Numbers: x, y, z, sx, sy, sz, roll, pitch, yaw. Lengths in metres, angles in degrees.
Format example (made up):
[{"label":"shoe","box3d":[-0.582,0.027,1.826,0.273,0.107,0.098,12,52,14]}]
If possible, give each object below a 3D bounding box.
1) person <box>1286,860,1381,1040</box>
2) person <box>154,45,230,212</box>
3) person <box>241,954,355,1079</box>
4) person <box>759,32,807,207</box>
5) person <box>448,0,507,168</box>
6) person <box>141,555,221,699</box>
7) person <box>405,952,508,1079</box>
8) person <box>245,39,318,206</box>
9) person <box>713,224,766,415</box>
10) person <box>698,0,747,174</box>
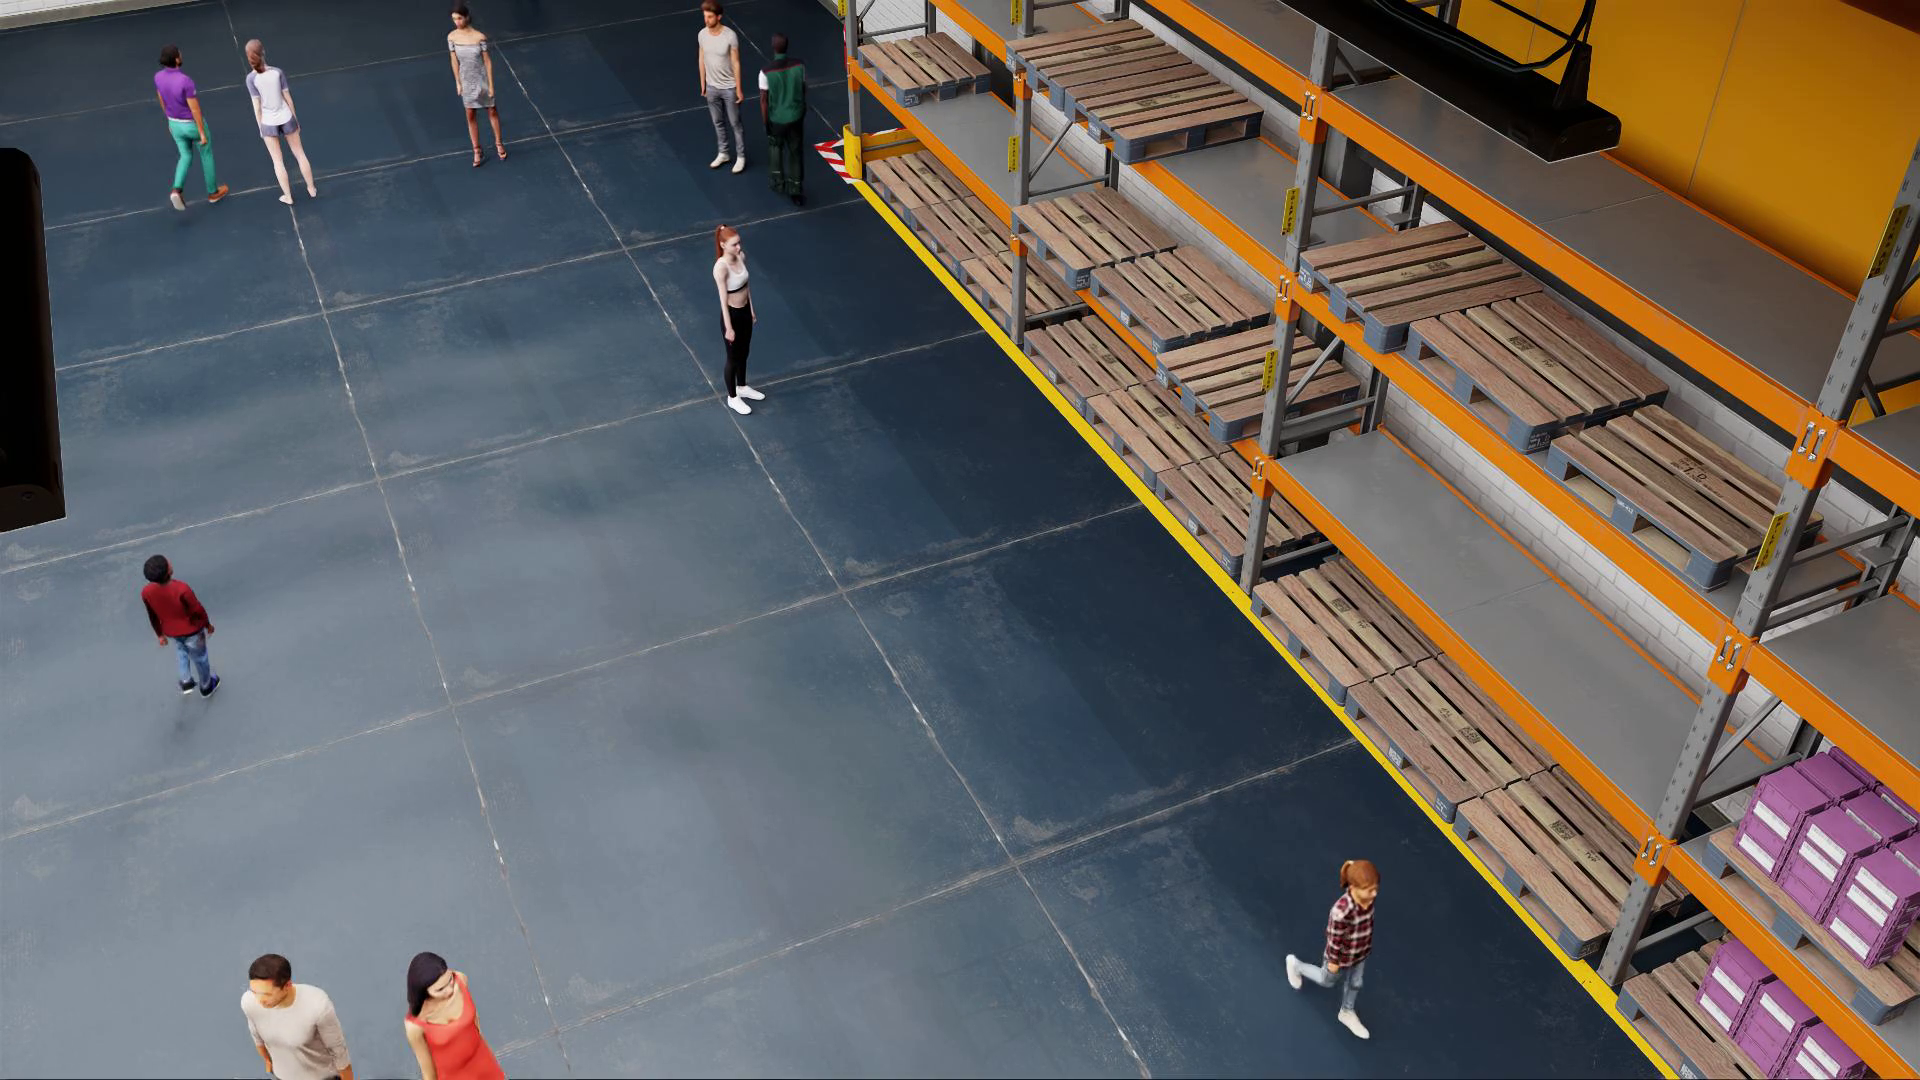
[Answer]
[{"label":"person","box3d":[2.152,2.270,9.482,0.620,1.292,0.879,-25,45,-28]},{"label":"person","box3d":[-8.070,-4.237,17.274,0.985,1.736,1.101,7,39,9]},{"label":"person","box3d":[-3.330,2.649,8.600,0.811,1.802,0.845,2,39,3]},{"label":"person","box3d":[-1.783,-4.349,17.350,0.703,1.816,0.814,-13,40,-15]},{"label":"person","box3d":[-5.247,-5.003,18.177,0.720,1.807,0.785,-5,39,-6]},{"label":"person","box3d":[-5.428,0.637,11.563,0.592,1.247,0.630,2,39,2]},{"label":"person","box3d":[-2.679,2.689,8.622,0.783,1.711,0.734,19,42,22]},{"label":"person","box3d":[-7.157,-4.380,17.431,0.620,1.765,0.590,-24,44,-27]},{"label":"person","box3d":[-1.941,-1.921,14.370,0.712,1.742,0.669,16,41,19]},{"label":"person","box3d":[-2.565,-4.934,18.025,0.740,1.889,0.803,14,41,16]}]
